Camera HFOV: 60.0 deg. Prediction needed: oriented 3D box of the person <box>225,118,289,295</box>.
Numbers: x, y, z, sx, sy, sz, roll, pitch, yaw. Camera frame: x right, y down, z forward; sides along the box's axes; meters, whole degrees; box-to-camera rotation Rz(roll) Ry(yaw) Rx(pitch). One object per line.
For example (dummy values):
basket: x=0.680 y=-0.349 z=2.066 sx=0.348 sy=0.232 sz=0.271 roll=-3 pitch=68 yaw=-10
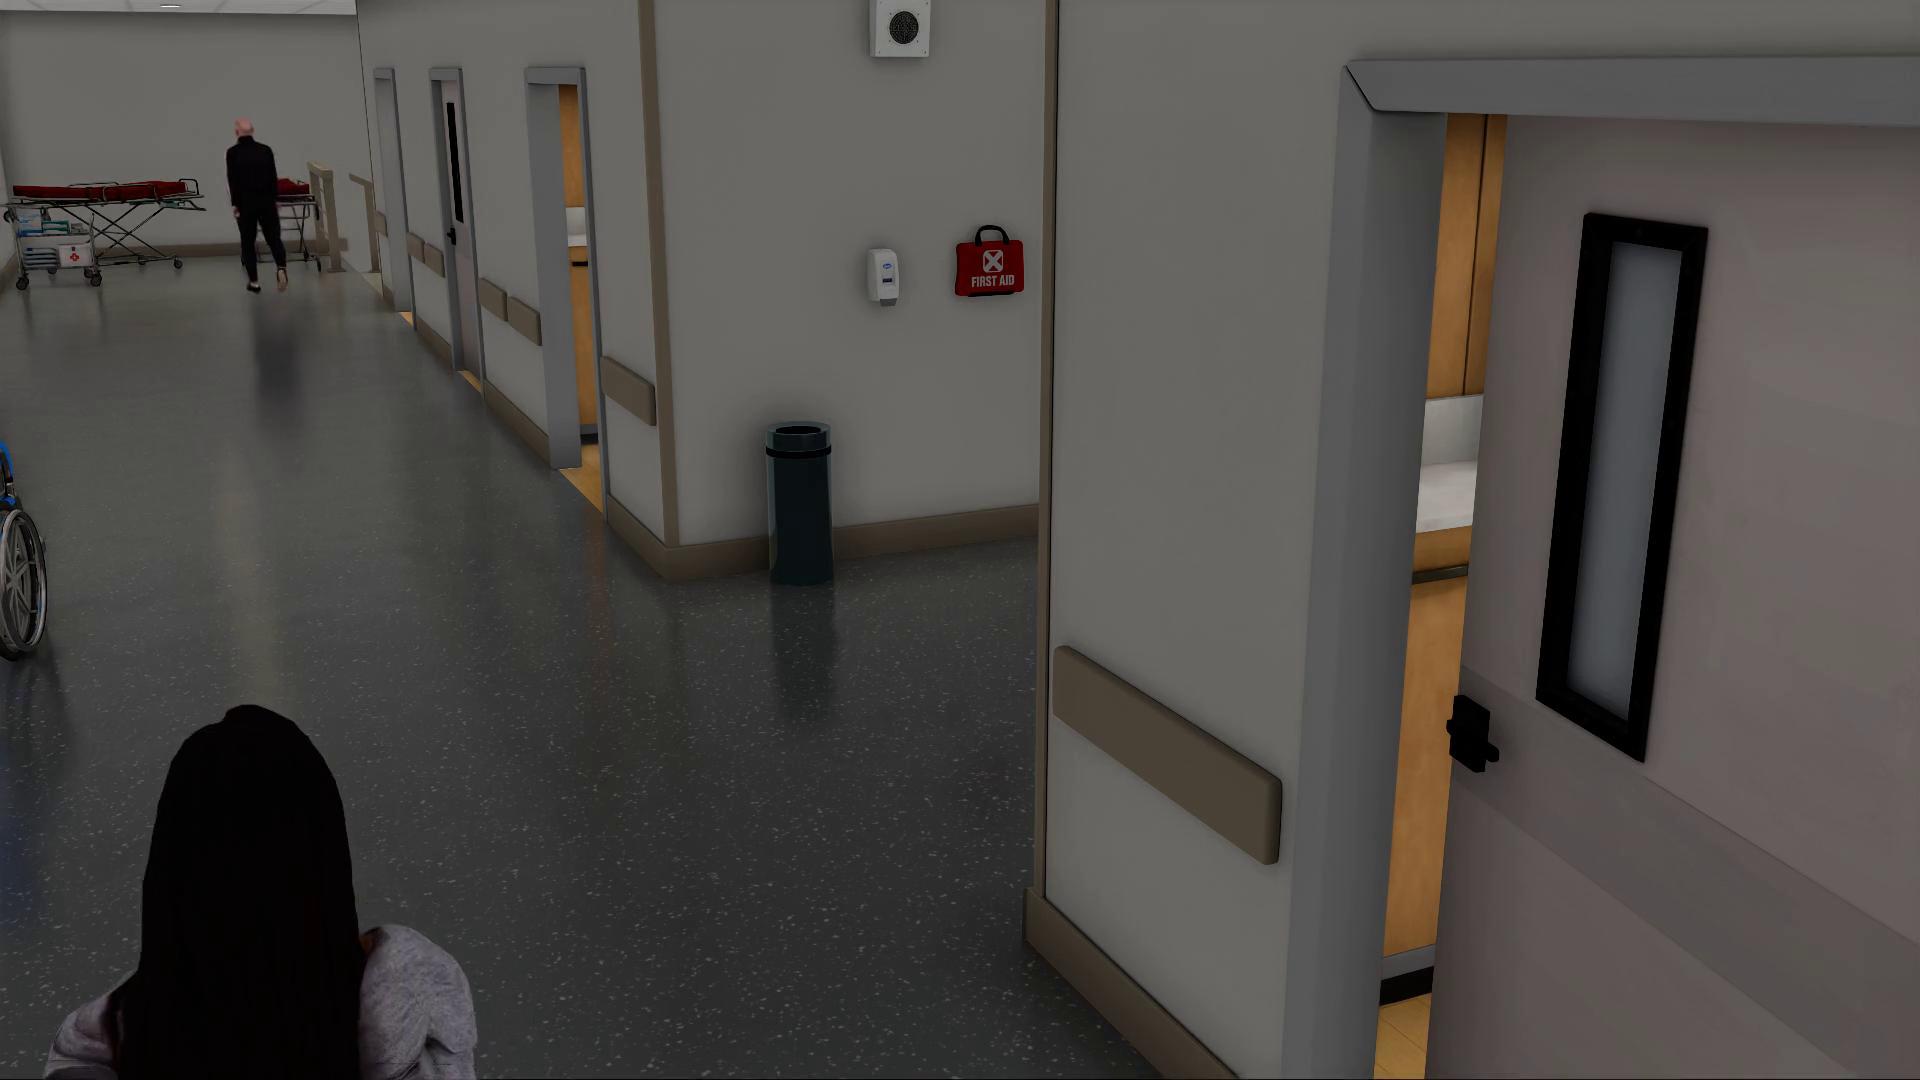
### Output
person: x=-7.255 y=-3.424 z=17.232 sx=0.750 sy=1.808 sz=1.128 roll=-10 pitch=18 yaw=-31

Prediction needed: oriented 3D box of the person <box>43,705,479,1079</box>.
person: x=-0.711 y=1.004 z=1.890 sx=0.642 sy=1.610 sz=0.871 roll=-8 pitch=18 yaw=-27
